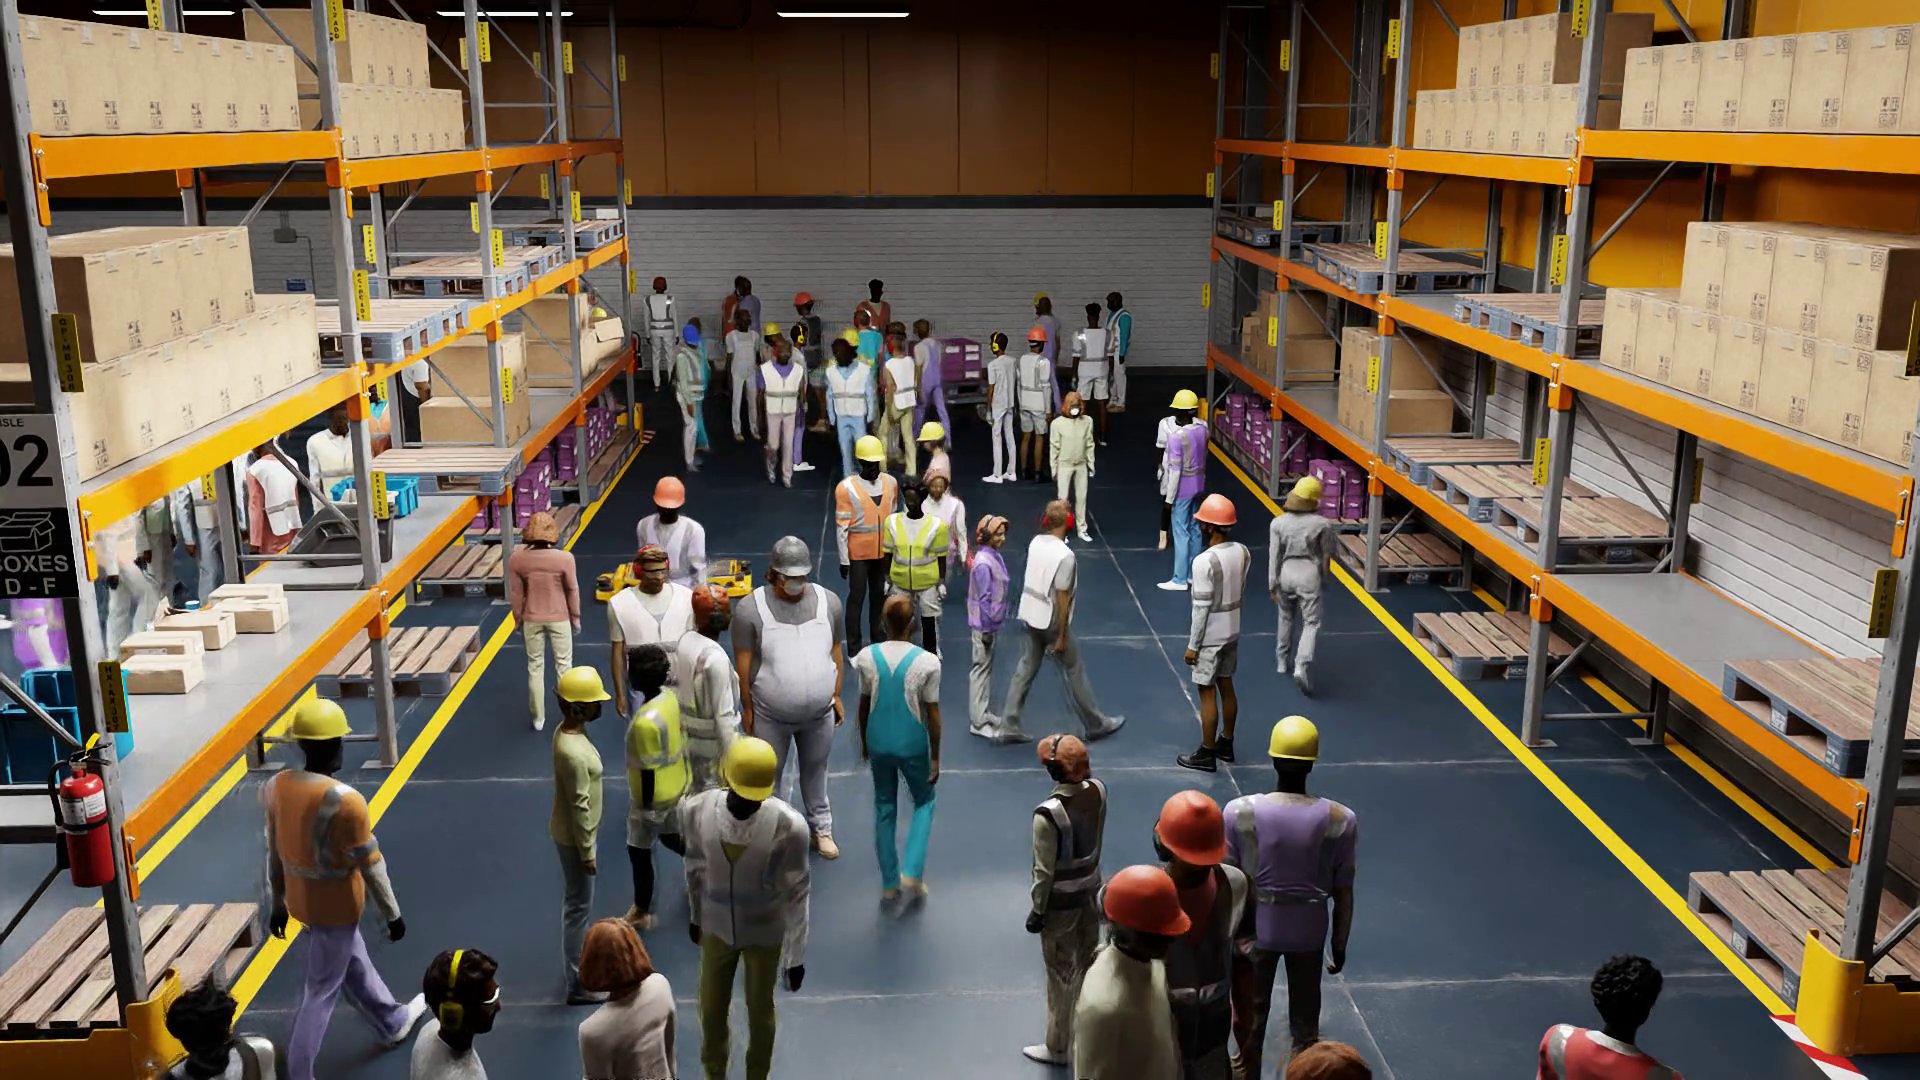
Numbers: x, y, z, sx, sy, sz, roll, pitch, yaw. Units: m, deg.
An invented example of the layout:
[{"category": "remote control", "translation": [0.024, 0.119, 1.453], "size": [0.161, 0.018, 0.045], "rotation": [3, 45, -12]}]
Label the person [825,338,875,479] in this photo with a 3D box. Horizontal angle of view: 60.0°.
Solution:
[{"category": "person", "translation": [-1.313, -1.459, 19.792], "size": [0.625, 1.878, 0.604], "rotation": [3, 15, 11]}]

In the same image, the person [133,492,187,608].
[{"category": "person", "translation": [-7.235, -0.171, 14.844], "size": [0.424, 1.809, 0.605], "rotation": [-13, 19, -42]}]

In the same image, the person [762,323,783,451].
[{"category": "person", "translation": [-2.498, -2.073, 22.474], "size": [0.487, 1.735, 0.338], "rotation": [11, 18, 36]}]

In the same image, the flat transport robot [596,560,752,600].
[{"category": "flat transport robot", "translation": [-2.703, 0.368, 15.802], "size": [1.431, 0.197, 0.652], "rotation": [-2, 14, -6]}]

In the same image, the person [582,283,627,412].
[{"category": "person", "translation": [-5.563, -2.906, 25.125], "size": [0.689, 2.000, 0.929], "rotation": [12, 18, 39]}]

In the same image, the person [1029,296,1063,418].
[{"category": "person", "translation": [1.281, -2.727, 24.878], "size": [0.516, 1.820, 0.840], "rotation": [-5, 15, -20]}]

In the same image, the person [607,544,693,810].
[{"category": "person", "translation": [-1.943, 0.908, 10.562], "size": [0.562, 1.838, 0.388], "rotation": [-8, 17, -30]}]

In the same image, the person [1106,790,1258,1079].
[{"category": "person", "translation": [0.845, 1.893, 6.315], "size": [0.611, 2.032, 0.411], "rotation": [-4, 15, -15]}]

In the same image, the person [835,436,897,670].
[{"category": "person", "translation": [-0.734, 0.093, 13.580], "size": [0.594, 1.926, 0.366], "rotation": [-11, 18, -37]}]

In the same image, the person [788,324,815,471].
[{"category": "person", "translation": [-2.059, -1.810, 21.190], "size": [0.327, 1.863, 0.510], "rotation": [-7, 16, -24]}]

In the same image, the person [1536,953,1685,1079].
[{"category": "person", "translation": [2.203, 2.219, 5.707], "size": [0.320, 1.692, 0.536], "rotation": [-13, 19, -40]}]

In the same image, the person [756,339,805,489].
[{"category": "person", "translation": [-2.169, -1.524, 20.097], "size": [0.609, 1.831, 0.428], "rotation": [-6, 15, -21]}]

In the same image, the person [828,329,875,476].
[{"category": "person", "translation": [-1.351, -1.705, 20.774], "size": [0.592, 1.878, 1.006], "rotation": [-1, 14, -2]}]

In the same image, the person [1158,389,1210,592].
[{"category": "person", "translation": [2.123, -0.469, 15.787], "size": [0.370, 1.927, 0.588], "rotation": [11, 18, 37]}]

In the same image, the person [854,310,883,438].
[{"category": "person", "translation": [-1.315, -2.246, 22.949], "size": [0.563, 1.838, 0.389], "rotation": [-6, 15, -21]}]

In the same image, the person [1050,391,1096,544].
[{"category": "person", "translation": [1.187, -0.769, 17.574], "size": [0.511, 1.621, 0.278], "rotation": [-5, 15, -20]}]

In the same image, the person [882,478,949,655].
[{"category": "person", "translation": [-0.355, 0.337, 13.080], "size": [0.532, 1.697, 0.322], "rotation": [3, 15, 11]}]

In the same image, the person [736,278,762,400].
[{"category": "person", "translation": [-3.357, -3.194, 26.485], "size": [0.363, 1.933, 0.630], "rotation": [5, 15, 18]}]

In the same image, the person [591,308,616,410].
[{"category": "person", "translation": [-5.150, -2.446, 23.862], "size": [0.304, 1.772, 0.528], "rotation": [-12, 18, -38]}]

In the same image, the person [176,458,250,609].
[{"category": "person", "translation": [-6.453, -0.094, 14.363], "size": [0.386, 1.906, 0.601], "rotation": [8, 16, 30]}]

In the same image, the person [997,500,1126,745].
[{"category": "person", "translation": [0.696, 0.596, 11.898], "size": [0.973, 1.778, 0.564], "rotation": [-7, 16, -27]}]

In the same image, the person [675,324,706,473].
[{"category": "person", "translation": [-3.390, -1.818, 21.149], "size": [0.435, 1.898, 0.769], "rotation": [3, 15, 12]}]

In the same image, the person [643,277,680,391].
[{"category": "person", "translation": [-4.878, -3.369, 27.262], "size": [0.574, 1.882, 0.356], "rotation": [1, 14, 4]}]

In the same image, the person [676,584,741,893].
[{"category": "person", "translation": [-1.415, 1.165, 9.457], "size": [0.337, 1.882, 0.584], "rotation": [-8, 17, -30]}]

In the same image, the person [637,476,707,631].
[{"category": "person", "translation": [-2.135, 0.423, 12.398], "size": [0.558, 1.876, 1.028], "rotation": [3, 15, 12]}]

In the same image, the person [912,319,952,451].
[{"category": "person", "translation": [-0.411, -2.093, 22.471], "size": [0.541, 1.782, 0.997], "rotation": [-10, 17, -34]}]

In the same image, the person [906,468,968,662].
[{"category": "person", "translation": [-0.213, 0.153, 14.017], "size": [0.535, 1.588, 0.846], "rotation": [-3, 15, -13]}]

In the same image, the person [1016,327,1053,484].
[{"category": "person", "translation": [0.932, -1.655, 20.450], "size": [0.390, 1.925, 0.550], "rotation": [-13, 19, -41]}]

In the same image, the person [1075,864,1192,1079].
[{"category": "person", "translation": [0.610, 2.051, 5.842], "size": [0.594, 1.971, 0.677], "rotation": [4, 15, 14]}]

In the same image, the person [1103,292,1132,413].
[{"category": "person", "translation": [2.375, -2.872, 25.425], "size": [0.429, 1.831, 0.635], "rotation": [-5, 15, -18]}]

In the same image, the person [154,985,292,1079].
[{"category": "person", "translation": [-2.561, 2.225, 5.730], "size": [0.781, 1.663, 0.570], "rotation": [12, 19, 40]}]

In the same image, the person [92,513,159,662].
[{"category": "person", "translation": [-6.733, 0.140, 13.451], "size": [0.590, 1.901, 0.601], "rotation": [-8, 17, -30]}]
